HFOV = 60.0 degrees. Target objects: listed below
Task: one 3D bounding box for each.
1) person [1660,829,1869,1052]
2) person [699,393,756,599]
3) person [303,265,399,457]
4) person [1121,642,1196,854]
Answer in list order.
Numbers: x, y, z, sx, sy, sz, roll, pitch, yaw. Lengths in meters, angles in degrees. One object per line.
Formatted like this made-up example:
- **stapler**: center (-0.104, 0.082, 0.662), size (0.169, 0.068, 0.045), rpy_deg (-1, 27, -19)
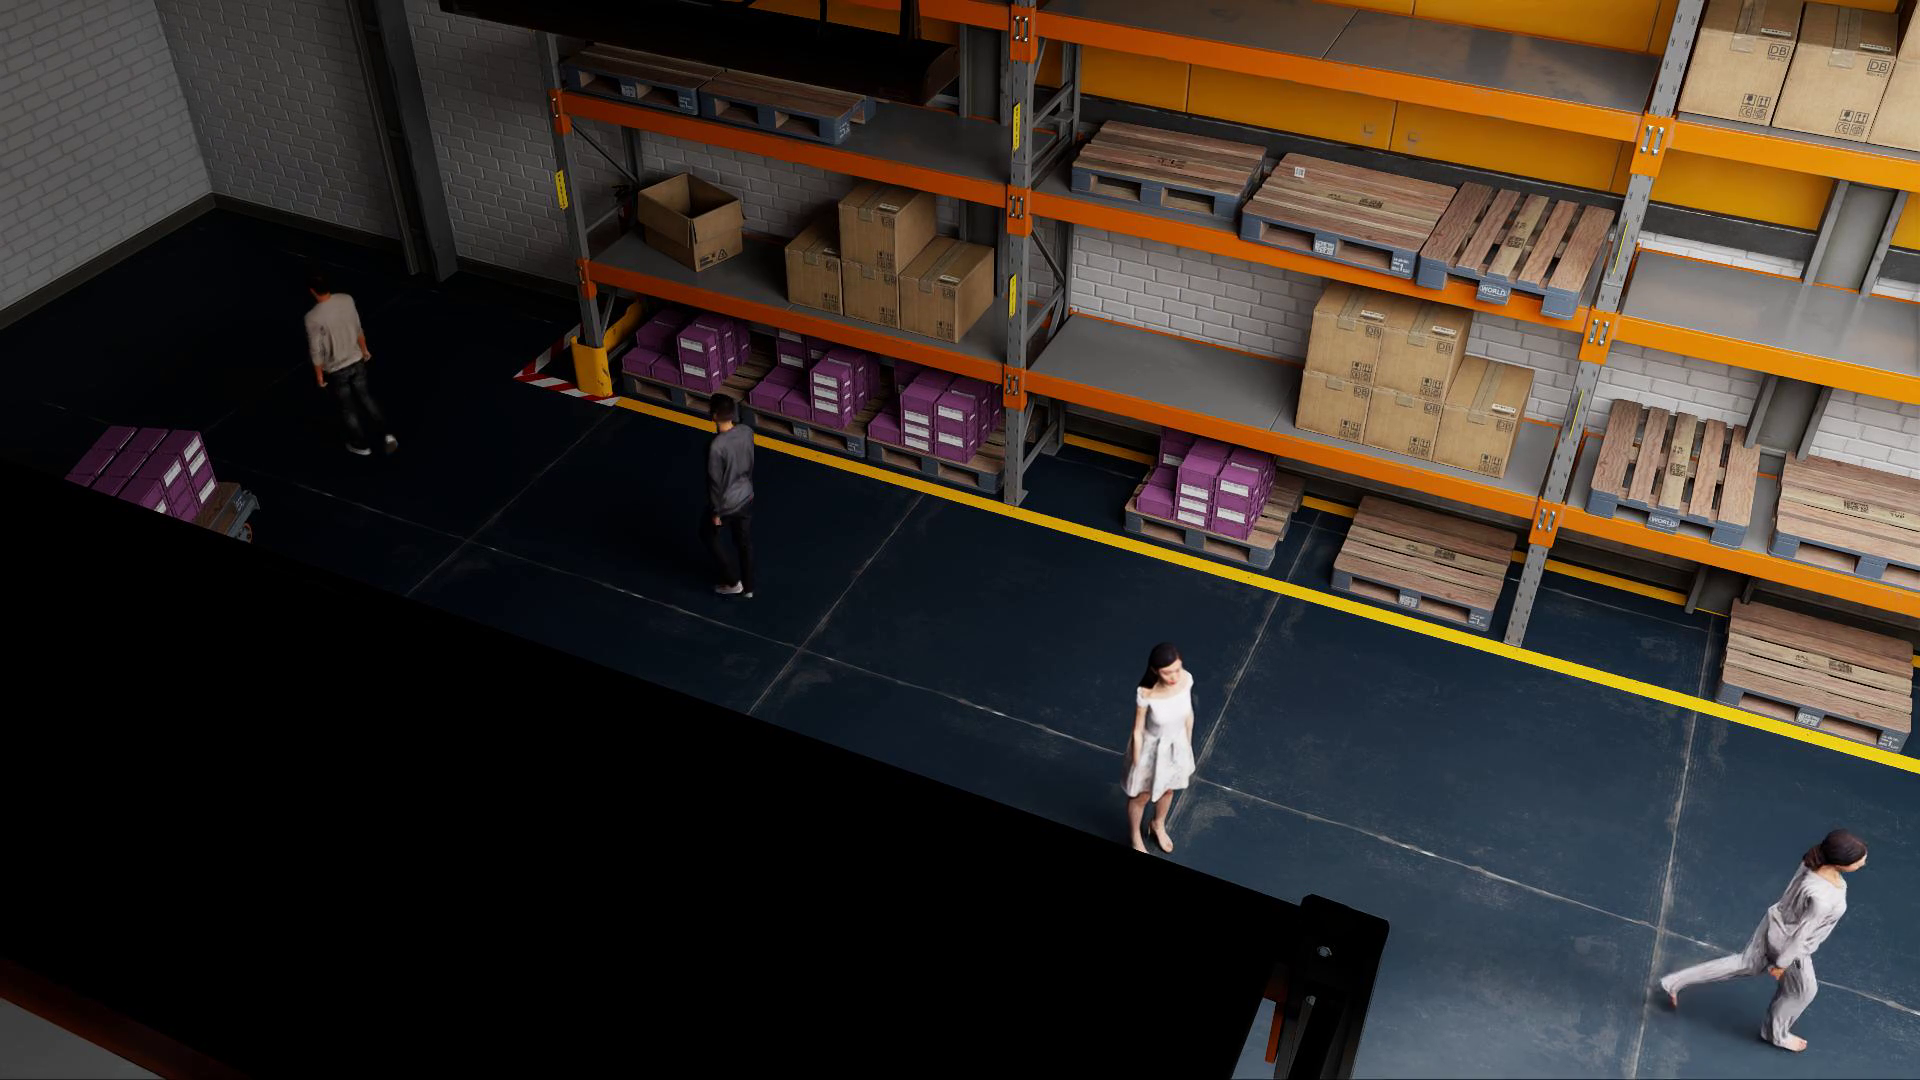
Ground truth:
- **person**: center (4.411, 2.148, 9.041), size (1.099, 1.739, 0.711), rpy_deg (9, 39, 11)
- **person**: center (-1.604, -0.263, 12.048), size (0.682, 1.755, 0.701), rpy_deg (26, 46, 29)
- **person**: center (-4.926, -1.401, 13.435), size (0.904, 1.801, 0.757), rpy_deg (24, 44, 27)
- **person**: center (1.200, 1.295, 10.084), size (0.773, 1.771, 0.819), rpy_deg (-18, 42, -21)
